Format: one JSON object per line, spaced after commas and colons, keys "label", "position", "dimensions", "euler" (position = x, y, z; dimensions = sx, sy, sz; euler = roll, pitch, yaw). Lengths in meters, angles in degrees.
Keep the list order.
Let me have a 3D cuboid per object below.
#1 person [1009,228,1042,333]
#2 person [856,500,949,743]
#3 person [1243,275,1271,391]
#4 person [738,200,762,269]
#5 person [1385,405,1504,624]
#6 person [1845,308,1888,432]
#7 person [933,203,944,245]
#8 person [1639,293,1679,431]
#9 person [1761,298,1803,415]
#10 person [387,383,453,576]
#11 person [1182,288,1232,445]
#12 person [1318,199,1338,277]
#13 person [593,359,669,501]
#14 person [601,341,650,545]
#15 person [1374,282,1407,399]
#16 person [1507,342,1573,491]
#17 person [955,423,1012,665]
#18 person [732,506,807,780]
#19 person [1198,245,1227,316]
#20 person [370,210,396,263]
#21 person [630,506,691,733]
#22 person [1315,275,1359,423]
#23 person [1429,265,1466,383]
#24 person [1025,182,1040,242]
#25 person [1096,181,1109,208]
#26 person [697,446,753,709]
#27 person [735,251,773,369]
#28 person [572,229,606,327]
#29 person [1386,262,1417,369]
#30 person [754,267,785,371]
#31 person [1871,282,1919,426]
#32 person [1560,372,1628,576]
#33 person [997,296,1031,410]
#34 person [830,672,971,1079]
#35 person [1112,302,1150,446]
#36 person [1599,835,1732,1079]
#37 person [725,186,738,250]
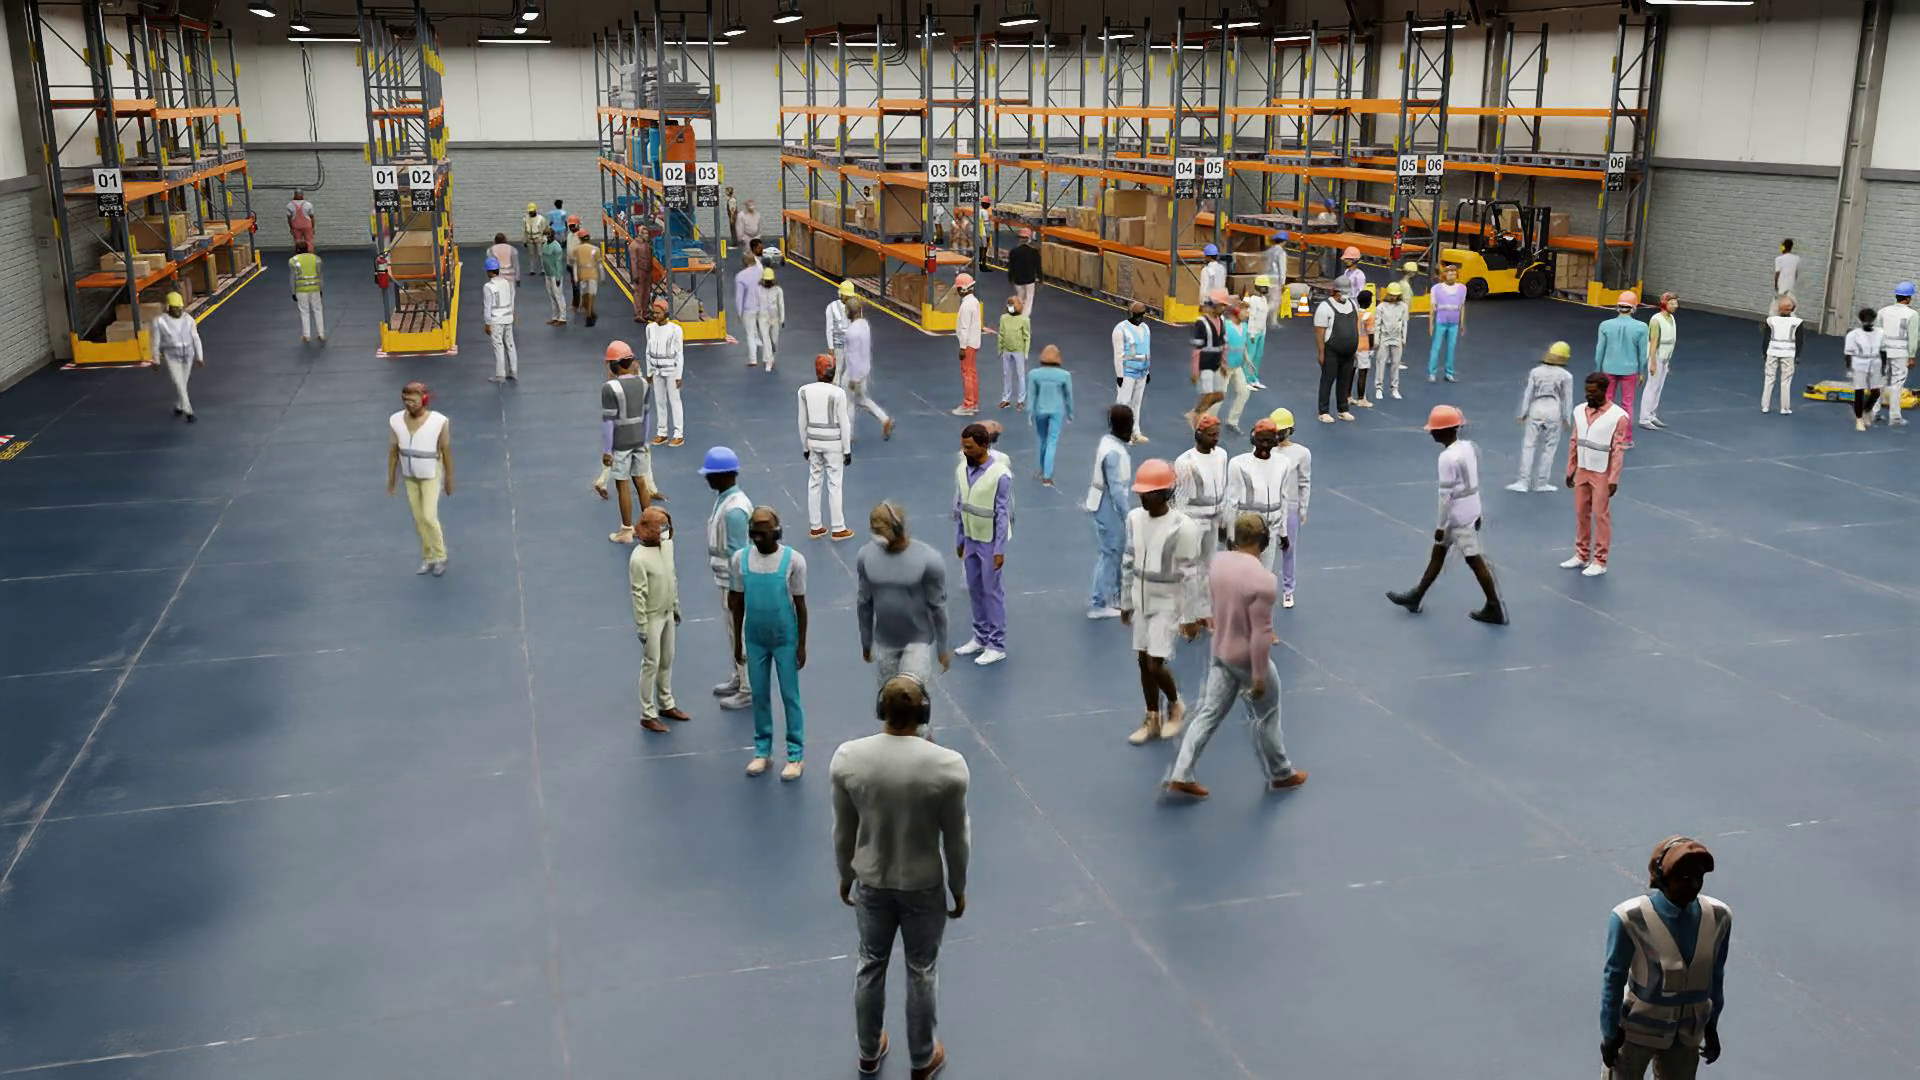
{"label": "person", "position": [1.244, -4.907, 31.513], "dimensions": [0.641, 1.983, 0.552], "euler": [4, 15, 16]}
{"label": "person", "position": [-0.347, 0.640, 10.804], "dimensions": [0.651, 1.906, 0.786], "euler": [6, 16, 20]}
{"label": "person", "position": [4.553, -3.164, 25.392], "dimensions": [0.338, 1.760, 0.531], "euler": [10, 18, 34]}
{"label": "person", "position": [-5.191, -7.558, 41.691], "dimensions": [0.650, 1.882, 0.707], "euler": [-9, 17, -30]}
{"label": "person", "position": [4.203, -0.214, 14.113], "dimensions": [1.017, 1.859, 0.543], "euler": [7, 16, 25]}
{"label": "person", "position": [12.085, -2.269, 22.182], "dimensions": [0.590, 1.662, 0.399], "euler": [2, 15, 6]}
{"label": "person", "position": [-0.702, -9.968, 50.675], "dimensions": [0.385, 1.930, 0.539], "euler": [4, 15, 16]}
{"label": "person", "position": [9.399, -2.414, 22.392], "dimensions": [0.374, 1.843, 0.568], "euler": [13, 20, 40]}
{"label": "person", "position": [11.571, -2.588, 23.440], "dimensions": [0.514, 1.642, 0.314], "euler": [12, 19, 39]}
{"label": "person", "position": [-5.015, -0.559, 15.446], "dimensions": [0.570, 1.828, 0.509], "euler": [4, 15, 14]}
{"label": "person", "position": [3.166, -2.240, 21.423], "dimensions": [0.577, 2.009, 0.687], "euler": [12, 19, 38]}
{"label": "person", "position": [9.157, -7.504, 41.371], "dimensions": [0.649, 1.931, 0.443], "euler": [-6, 16, -22]}
{"label": "person", "position": [-3.682, -1.210, 18.324], "dimensions": [0.807, 1.604, 0.515], "euler": [2, 15, 8]}
{"label": "person", "position": [-3.351, -0.972, 16.624], "dimensions": [0.411, 2.035, 0.601], "euler": [9, 17, 30]}
{"label": "person", "position": [6.374, -2.948, 24.629], "dimensions": [0.490, 1.731, 0.325], "euler": [-2, 15, -6]}
{"label": "person", "position": [6.582, -1.389, 18.818], "dimensions": [0.629, 1.708, 0.405], "euler": [11, 18, 35]}
{"label": "person", "position": [0.180, 0.013, 13.152], "dimensions": [0.411, 1.908, 0.593], "euler": [-12, 19, -37]}
{"label": "person", "position": [-1.243, 0.663, 10.849], "dimensions": [0.507, 1.836, 0.362], "euler": [4, 15, 13]}
{"label": "person", "position": [4.296, -4.073, 28.468], "dimensions": [0.633, 1.938, 0.426], "euler": [-14, 20, -41]}
{"label": "person", "position": [-15.029, -7.982, 43.447], "dimensions": [0.623, 1.794, 0.936], "euler": [-3, 15, -10]}
{"label": "person", "position": [-2.123, 0.547, 11.679], "dimensions": [0.288, 1.623, 0.507], "euler": [5, 16, 19]}
{"label": "person", "position": [5.210, -2.630, 22.834], "dimensions": [0.686, 2.000, 0.535], "euler": [-8, 17, -28]}
{"label": "person", "position": [7.610, -3.381, 26.041], "dimensions": [0.570, 1.840, 0.373], "euler": [-2, 15, -6]}
{"label": "person", "position": [2.241, -10.185, 51.630], "dimensions": [0.525, 1.856, 0.342], "euler": [7, 16, 24]}
{"label": "person", "position": [4.436, -10.143, 51.410], "dimensions": [0.743, 1.883, 0.656], "euler": [-13, 19, -39]}
{"label": "person", "position": [-1.671, 0.265, 12.145], "dimensions": [0.429, 1.937, 0.628], "euler": [-4, 15, -14]}
{"label": "person", "position": [-3.389, -3.786, 27.416], "dimensions": [0.637, 1.921, 0.388], "euler": [-9, 17, -31]}
{"label": "person", "position": [-7.272, -5.160, 32.674], "dimensions": [0.586, 1.861, 0.992], "euler": [1, 15, 2]}
{"label": "person", "position": [7.306, -3.707, 27.443], "dimensions": [0.390, 1.754, 0.548], "euler": [0, 15, 0]}
{"label": "person", "position": [-3.130, -3.651, 27.335], "dimensions": [0.495, 1.708, 0.676], "euler": [-2, 15, -6]}
{"label": "person", "position": [12.731, -2.534, 22.647], "dimensions": [0.389, 1.949, 0.604], "euler": [-7, 16, -24]}
{"label": "person", "position": [5.944, -0.632, 15.578], "dimensions": [0.405, 1.906, 0.604], "euler": [-7, 17, -26]}
{"label": "person", "position": [0.766, -2.679, 23.798], "dimensions": [0.497, 1.634, 0.279], "euler": [8, 17, 28]}
{"label": "person", "position": [-0.256, 1.520, 7.445], "dimensions": [0.631, 1.929, 0.389], "euler": [3, 15, 11]}
{"label": "person", "position": [2.230, -2.143, 21.395], "dimensions": [0.621, 1.838, 0.429], "euler": [-14, 20, -43]}
{"label": "person", "position": [2.722, 1.917, 6.483], "dimensions": [0.514, 1.645, 0.309], "euler": [-3, 15, -10]}
{"label": "person", "position": [-6.727, -9.486, 49.026], "dimensions": [0.350, 1.839, 0.504], "euler": [-2, 15, -7]}
